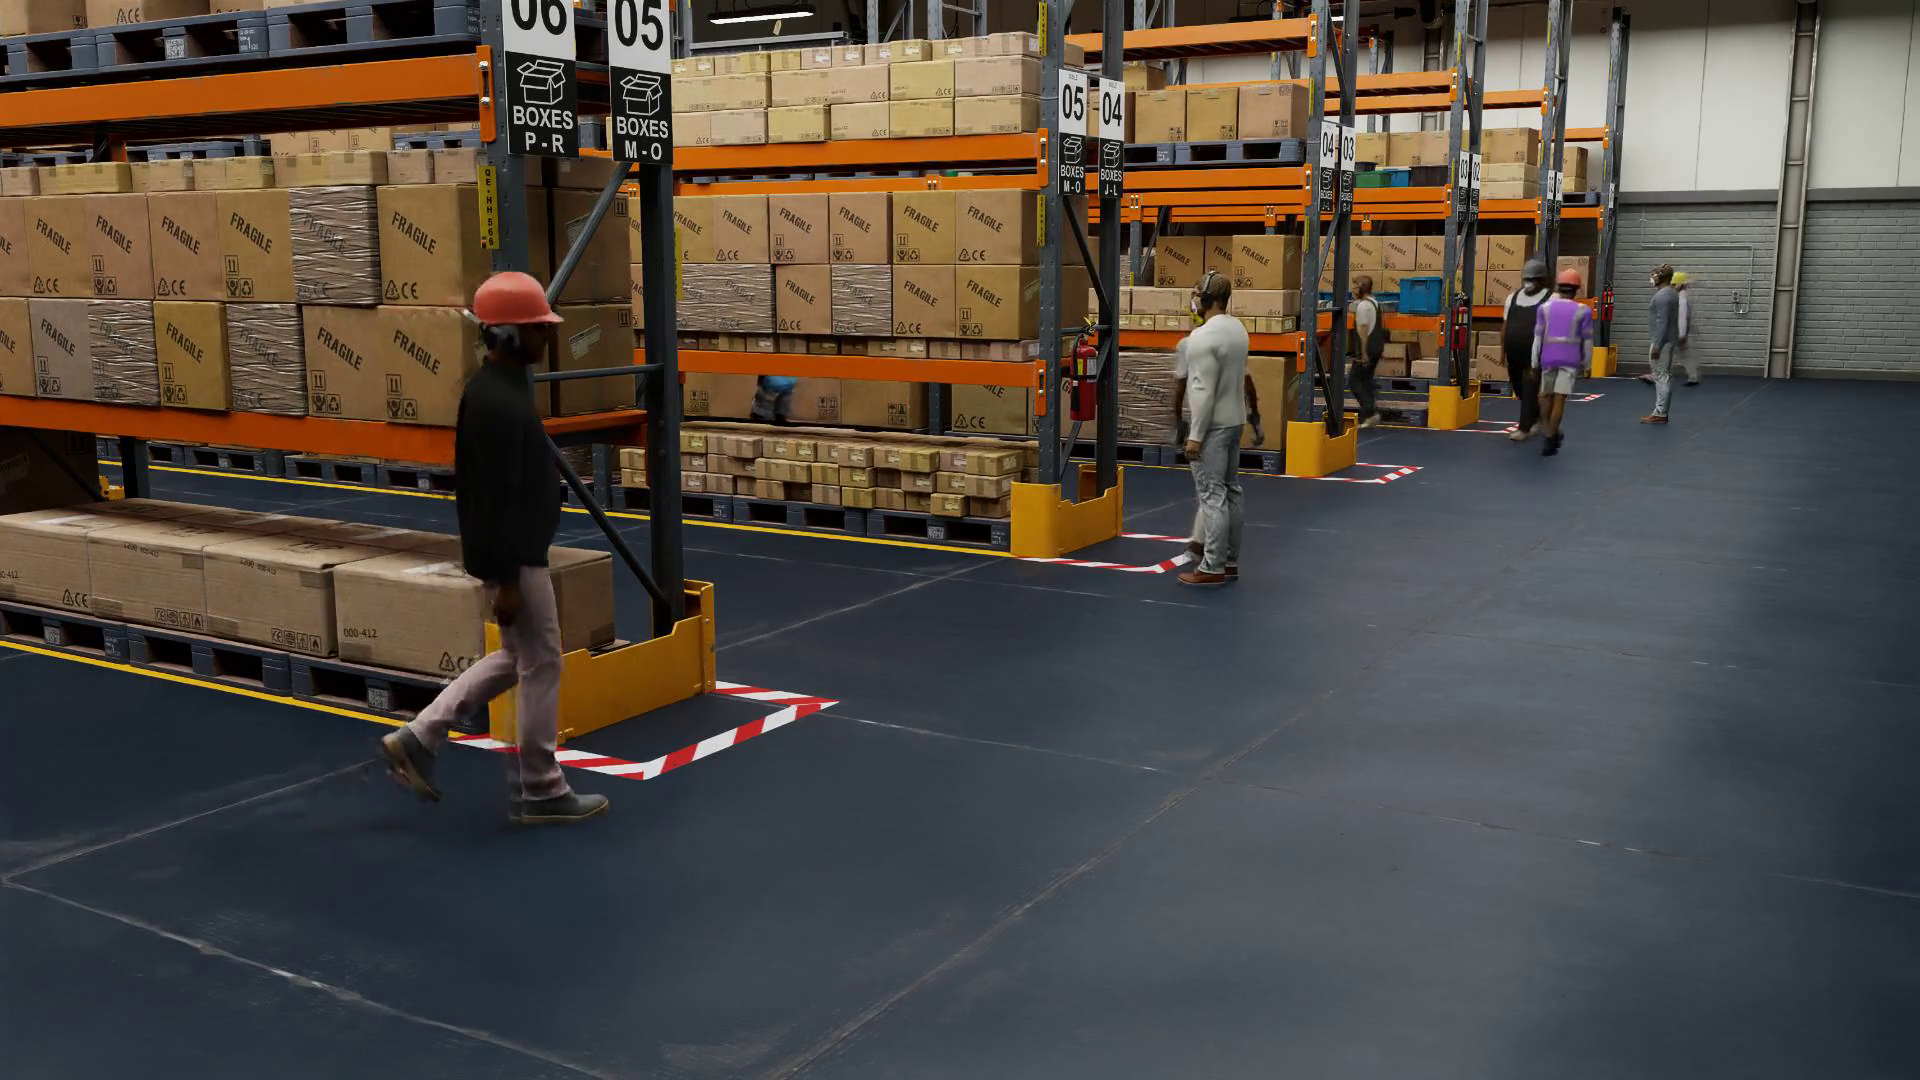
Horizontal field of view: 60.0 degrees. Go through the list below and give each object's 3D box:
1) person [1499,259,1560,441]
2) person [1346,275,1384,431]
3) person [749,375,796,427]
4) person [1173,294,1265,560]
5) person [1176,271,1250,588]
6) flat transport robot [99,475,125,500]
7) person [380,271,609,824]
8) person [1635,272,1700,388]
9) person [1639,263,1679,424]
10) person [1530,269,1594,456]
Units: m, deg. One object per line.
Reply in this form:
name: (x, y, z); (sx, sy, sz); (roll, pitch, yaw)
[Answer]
person: (6.373, -2.137, 18.497); (0.896, 2.000, 0.686); (-8, 13, -40)
person: (4.695, -2.157, 19.277); (0.401, 1.817, 0.534); (8, 12, 39)
person: (-1.714, -1.429, 15.373); (0.362, 1.684, 0.558); (6, 11, 31)
person: (1.730, -0.784, 11.304); (0.562, 1.803, 1.002); (6, 11, 30)
person: (1.556, -0.672, 10.218); (0.379, 1.940, 0.629); (6, 11, 32)
flat transport robot: (-7.510, -0.375, 13.355); (0.652, 0.197, 1.431); (6, 11, 30)
person: (-1.657, 0.053, 5.842); (0.677, 1.979, 0.615); (-4, 10, -22)
person: (11.016, -3.234, 25.681); (0.945, 1.778, 0.608); (4, 11, 23)
person: (8.499, -2.372, 20.167); (0.379, 1.940, 0.629); (6, 11, 32)
person: (6.240, -1.836, 17.165); (0.566, 1.883, 0.971); (7, 12, 34)
